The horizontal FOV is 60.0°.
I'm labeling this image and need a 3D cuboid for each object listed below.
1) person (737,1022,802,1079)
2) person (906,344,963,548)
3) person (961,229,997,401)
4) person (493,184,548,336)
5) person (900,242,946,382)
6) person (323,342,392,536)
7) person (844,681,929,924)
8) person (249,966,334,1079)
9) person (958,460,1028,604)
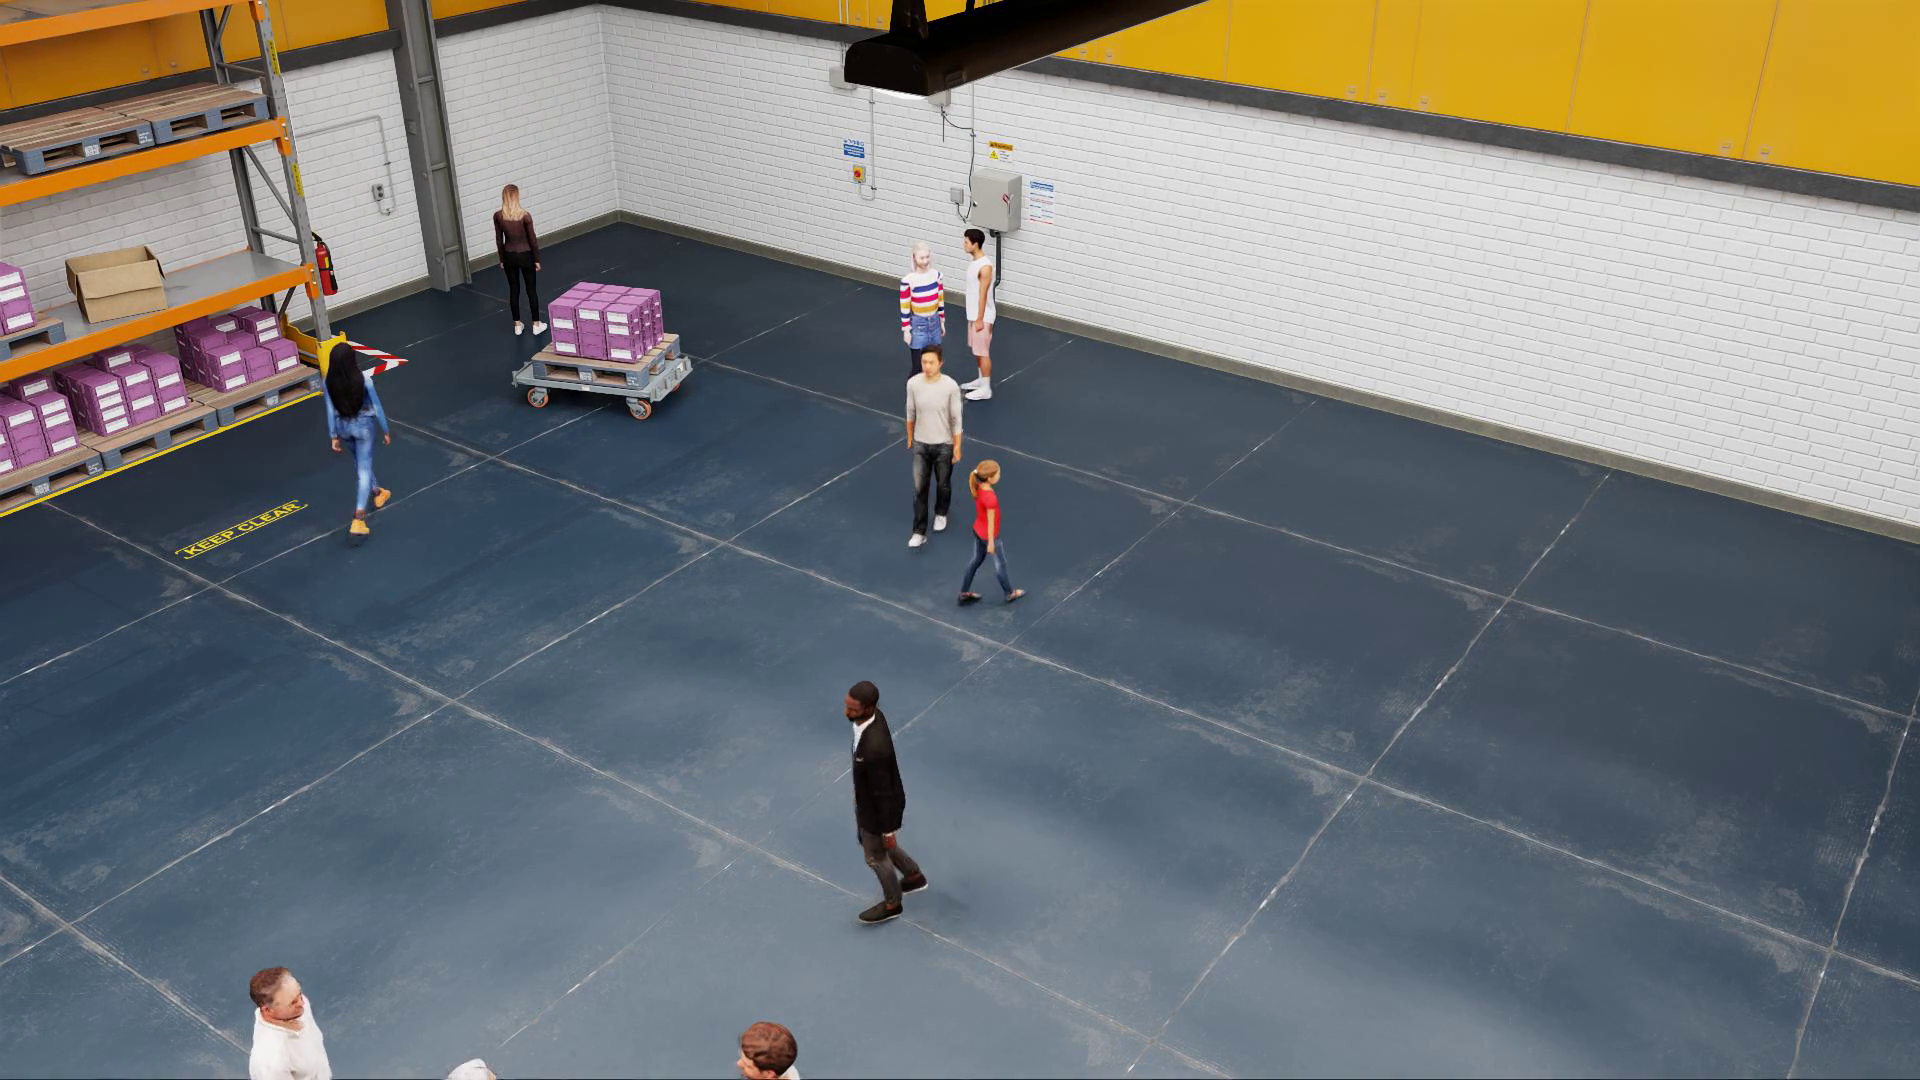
[{"bbox_3d":[-0.777,2.850,7.399,0.722,1.903,0.737,-17,33,-28],"label":"person"},{"bbox_3d":[-0.195,-0.880,14.358,0.930,1.786,1.136,5,29,9],"label":"person"},{"bbox_3d":[0.222,-2.316,16.998,0.788,1.780,0.736,-6,29,-11],"label":"person"},{"bbox_3d":[-4.931,-3.130,18.569,0.678,1.703,0.676,2,29,4],"label":"person"},{"bbox_3d":[-0.363,-2.107,16.588,0.597,1.804,0.769,-18,33,-29],"label":"person"},{"bbox_3d":[-5.247,-0.842,14.416,1.054,1.664,1.263,2,29,3],"label":"person"},{"bbox_3d":[-0.428,1.568,9.883,0.919,1.774,0.859,-2,29,-3],"label":"person"},{"bbox_3d":[-3.102,2.681,7.762,0.843,1.850,0.753,-6,29,-11],"label":"person"},{"bbox_3d":[0.163,-0.046,13.353,0.861,1.285,0.745,-10,30,-17],"label":"person"}]
